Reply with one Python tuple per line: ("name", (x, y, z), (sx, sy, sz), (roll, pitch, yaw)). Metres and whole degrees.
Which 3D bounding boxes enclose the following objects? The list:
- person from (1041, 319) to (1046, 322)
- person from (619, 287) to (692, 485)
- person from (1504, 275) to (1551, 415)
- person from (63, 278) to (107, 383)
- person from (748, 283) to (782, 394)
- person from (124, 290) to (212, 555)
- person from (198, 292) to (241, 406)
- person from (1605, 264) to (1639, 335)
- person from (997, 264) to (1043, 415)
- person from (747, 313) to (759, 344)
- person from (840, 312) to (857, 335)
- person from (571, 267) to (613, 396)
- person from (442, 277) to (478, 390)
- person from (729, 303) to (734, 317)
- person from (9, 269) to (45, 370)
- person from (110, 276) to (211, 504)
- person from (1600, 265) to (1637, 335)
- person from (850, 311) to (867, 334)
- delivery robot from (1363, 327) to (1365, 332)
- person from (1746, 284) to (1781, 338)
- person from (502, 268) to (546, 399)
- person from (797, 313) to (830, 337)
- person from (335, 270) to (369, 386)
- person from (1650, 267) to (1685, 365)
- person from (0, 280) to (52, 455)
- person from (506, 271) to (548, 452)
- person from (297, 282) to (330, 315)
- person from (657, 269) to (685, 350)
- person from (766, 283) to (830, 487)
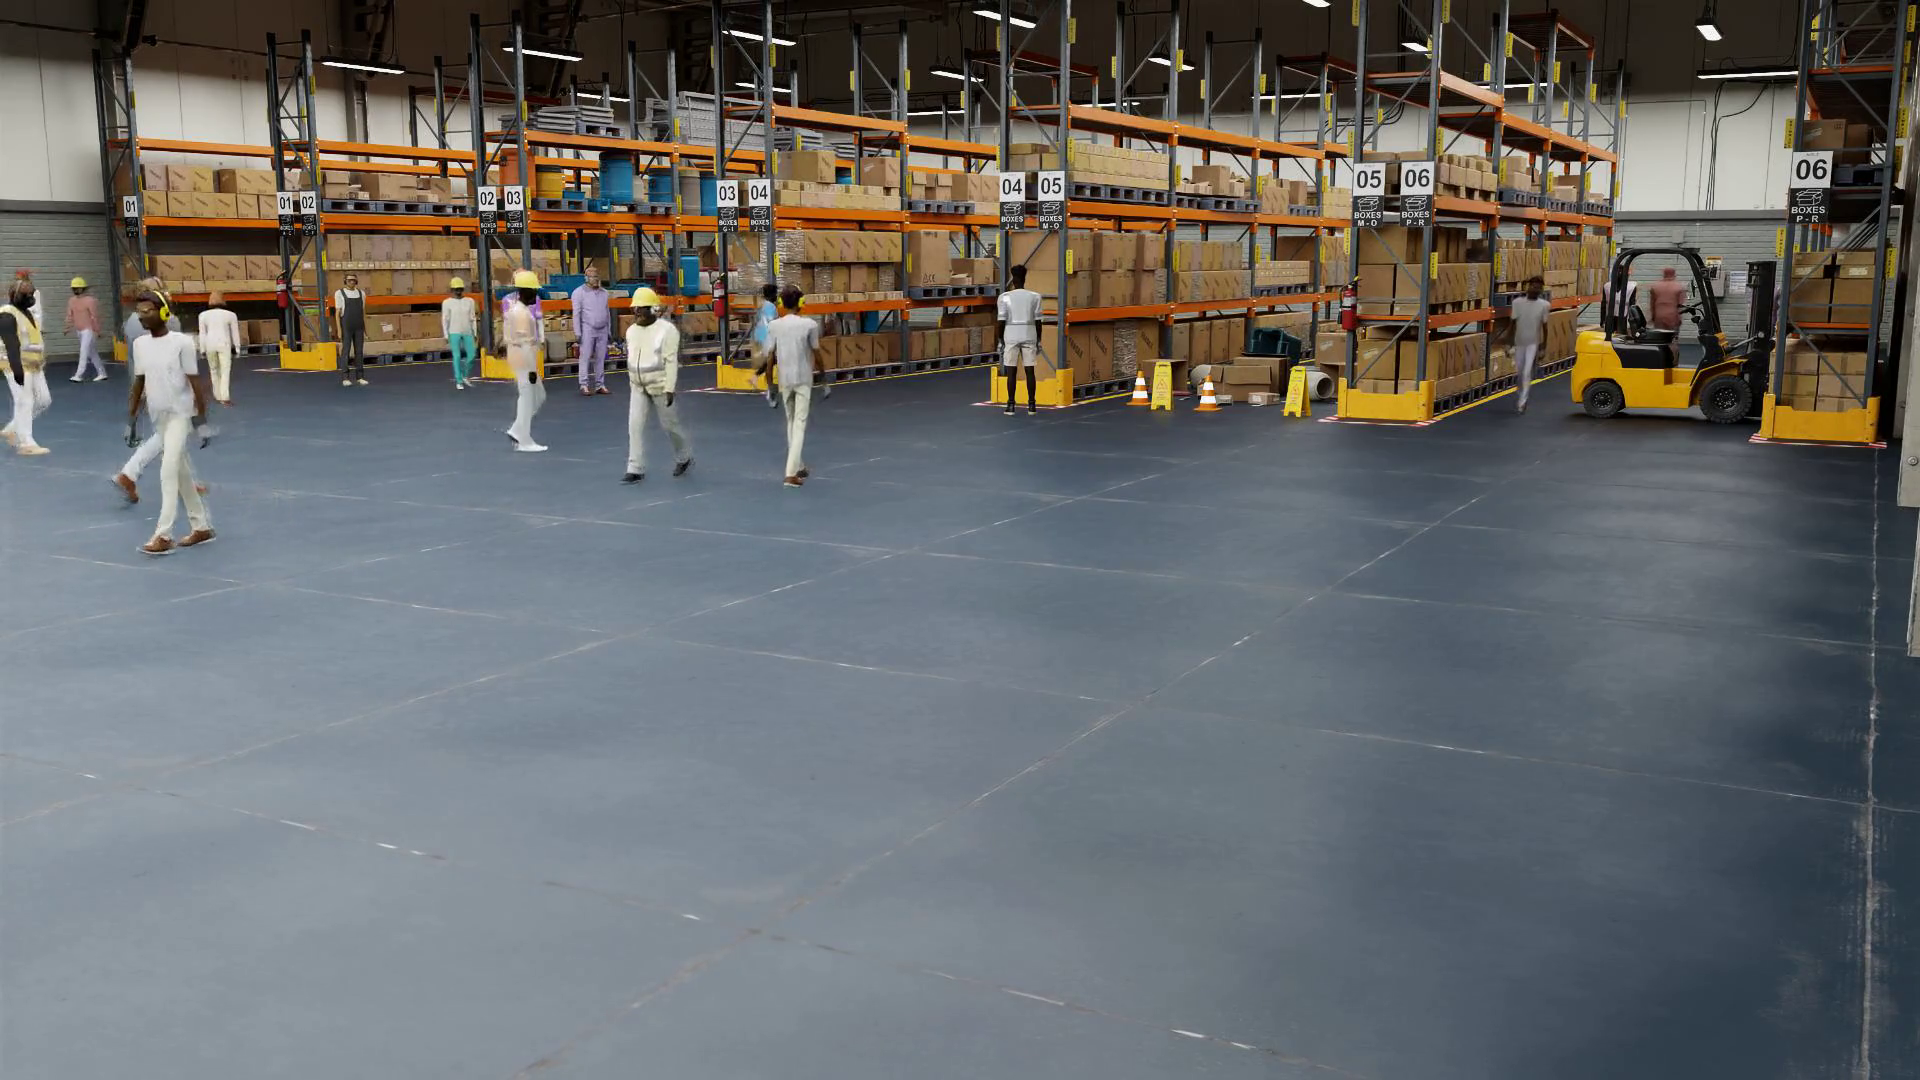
("person", (1.112, -3.540, 26.998), (0.606, 2.035, 0.403), (6, 11, 31))
("person", (-2.801, -1.430, 15.339), (0.587, 1.803, 0.892), (4, 11, 24))
("person", (7.483, -2.585, 21.974), (0.562, 1.837, 0.730), (4, 10, 22))
("person", (-14.447, -3.456, 27.416), (0.530, 1.719, 0.899), (4, 10, 21))
("person", (-2.935, -3.025, 25.053), (0.478, 1.667, 0.552), (-3, 10, -15))
("person", (-5.603, -0.816, 11.626), (0.544, 1.829, 0.889), (4, 10, 21))
("person", (-10.272, -2.644, 23.068), (0.515, 1.587, 0.720), (-3, 10, -15))
("person", (12.729, -4.343, 32.023), (0.582, 1.911, 0.769), (5, 11, 28))
("person", (0.782, -2.611, 21.742), (0.603, 1.967, 0.366), (-1, 10, -5))
("person", (-4.501, -4.975, 36.558), (0.523, 1.639, 0.309), (8, 13, 41))
("person", (-2.126, -4.263, 32.388), (0.497, 1.633, 0.287), (8, 12, 39))
("person", (-5.467, -3.111, 24.847), (0.402, 1.906, 0.652), (9, 13, 43))
("person", (-7.761, -3.205, 25.847), (0.543, 1.749, 0.393), (-7, 12, -34))
("person", (-5.960, -6.363, 44.103), (0.600, 1.836, 0.901), (5, 11, 27))
("person", (-15.411, -3.542, 27.491), (0.596, 1.864, 0.495), (3, 10, 15))
("person", (-6.781, -1.257, 13.981), (0.631, 1.915, 0.890), (7, 12, 35))
("person", (11.893, -4.013, 30.092), (0.587, 1.920, 0.392), (6, 12, 33))
("person", (-2.165, -4.736, 34.102), (0.614, 1.993, 0.395), (5, 11, 27))
("delivery robot", (9.149, -4.650, 37.536), (0.707, 0.478, 0.477), (-2, 10, -10))
("person", (13.939, -3.792, 28.805), (0.585, 1.921, 0.392), (5, 11, 29))
("person", (-6.153, -2.851, 23.355), (0.551, 1.914, 0.854), (-6, 12, -33))
("person", (-2.593, -3.899, 29.401), (0.625, 1.934, 0.364), (0, 10, 1))
("person", (-9.722, -3.382, 26.617), (0.332, 1.842, 0.508), (9, 13, 44))
("person", (13.380, -4.215, 31.432), (0.634, 1.870, 0.783), (6, 12, 33))
("person", (-9.797, -1.791, 17.363), (0.467, 1.823, 0.621), (-1, 10, -3))
("person", (-4.571, -1.877, 17.589), (0.415, 1.912, 0.619), (-3, 10, -18))
("person", (-12.980, -4.553, 33.506), (0.624, 1.835, 0.430), (1, 10, 7))
("person", (-6.318, -4.933, 35.857), (0.639, 1.797, 0.945), (8, 13, 39))
("person", (-1.482, -1.408, 15.112), (0.520, 1.832, 0.846), (3, 10, 19))
